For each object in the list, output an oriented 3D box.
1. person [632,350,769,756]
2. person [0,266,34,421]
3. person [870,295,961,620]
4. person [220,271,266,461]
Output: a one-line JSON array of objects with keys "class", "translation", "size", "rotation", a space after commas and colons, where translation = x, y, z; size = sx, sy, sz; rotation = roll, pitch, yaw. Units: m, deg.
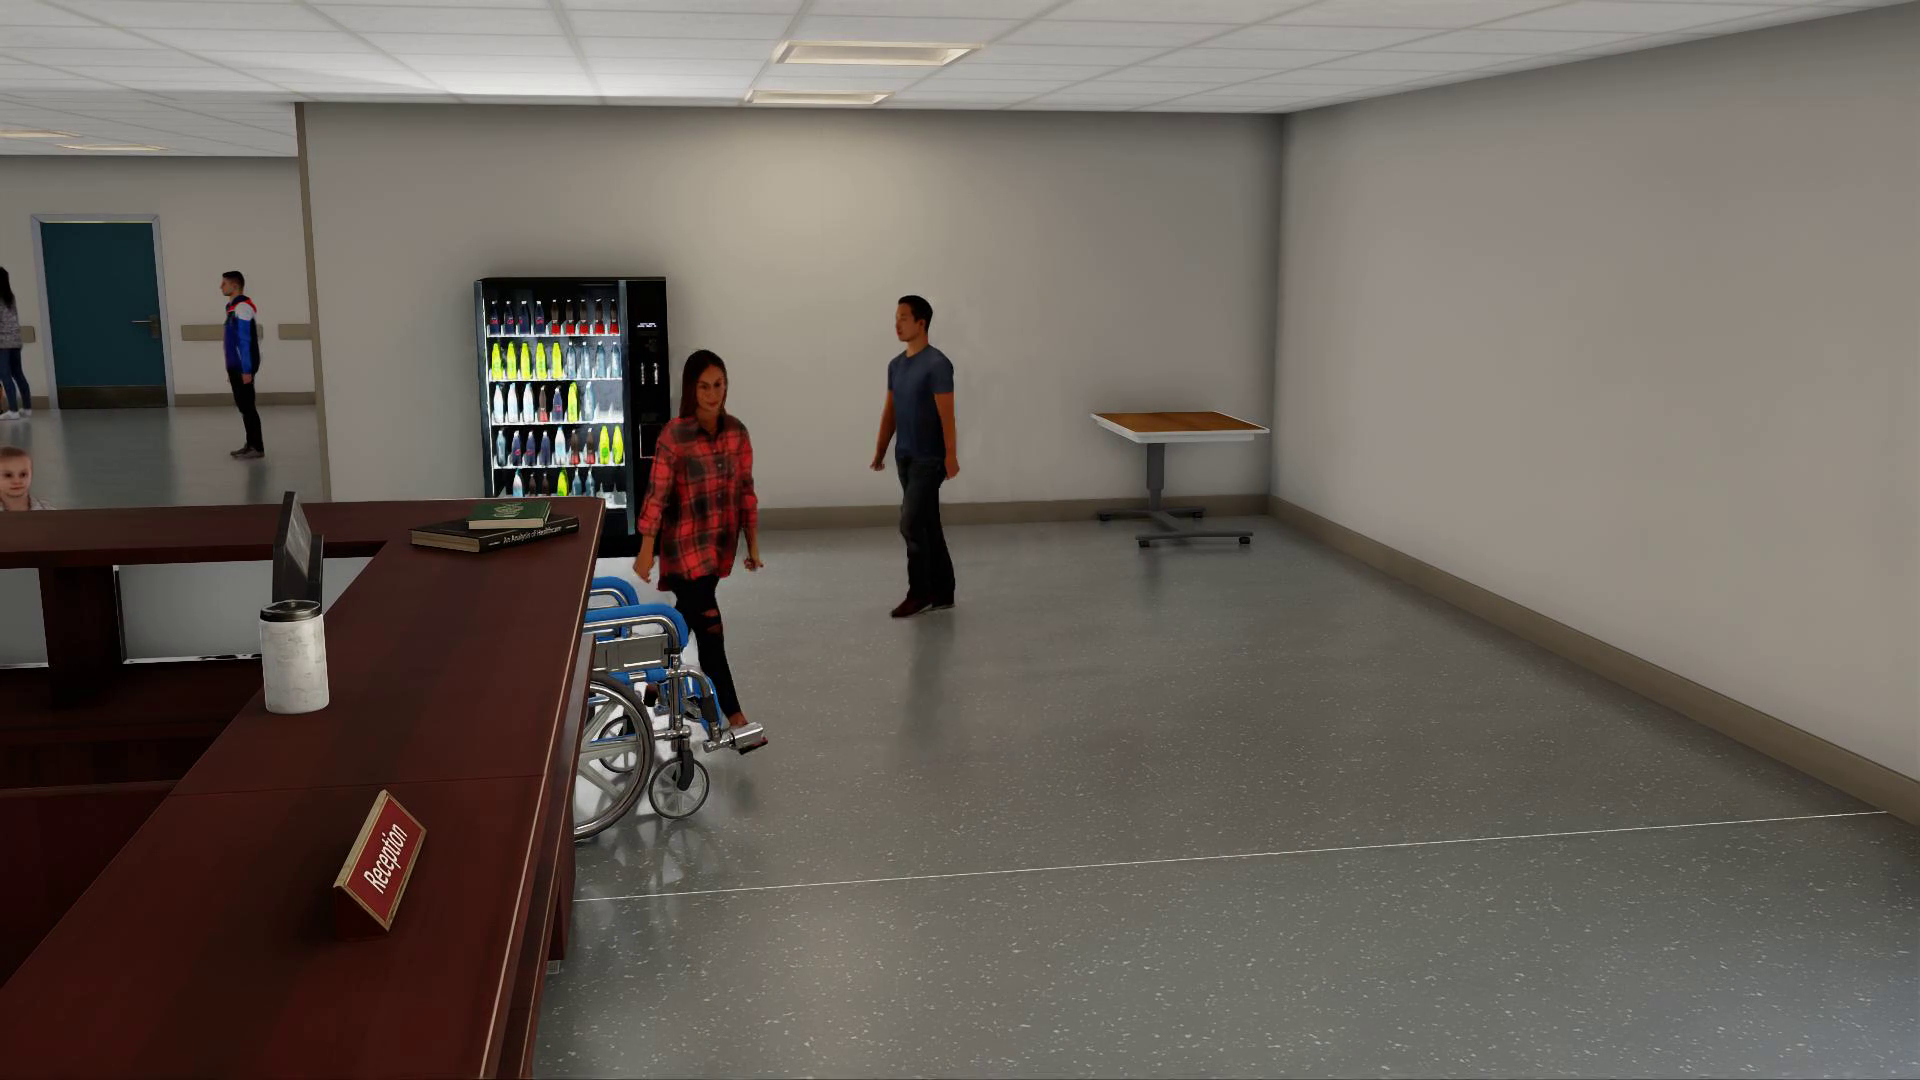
[{"class": "person", "translation": [-1.136, 0.068, 6.977], "size": [1.191, 1.638, 1.200], "rotation": [8, 14, 37]}, {"class": "person", "translation": [-10.864, -2.247, 18.932], "size": [0.611, 1.728, 0.664], "rotation": [1, 11, 4]}, {"class": "person", "translation": [-0.131, -0.465, 9.357], "size": [0.878, 1.797, 0.830], "rotation": [-8, 13, -35]}, {"class": "person", "translation": [-6.775, -1.656, 15.747], "size": [0.711, 1.756, 0.732], "rotation": [-7, 13, -34]}]
